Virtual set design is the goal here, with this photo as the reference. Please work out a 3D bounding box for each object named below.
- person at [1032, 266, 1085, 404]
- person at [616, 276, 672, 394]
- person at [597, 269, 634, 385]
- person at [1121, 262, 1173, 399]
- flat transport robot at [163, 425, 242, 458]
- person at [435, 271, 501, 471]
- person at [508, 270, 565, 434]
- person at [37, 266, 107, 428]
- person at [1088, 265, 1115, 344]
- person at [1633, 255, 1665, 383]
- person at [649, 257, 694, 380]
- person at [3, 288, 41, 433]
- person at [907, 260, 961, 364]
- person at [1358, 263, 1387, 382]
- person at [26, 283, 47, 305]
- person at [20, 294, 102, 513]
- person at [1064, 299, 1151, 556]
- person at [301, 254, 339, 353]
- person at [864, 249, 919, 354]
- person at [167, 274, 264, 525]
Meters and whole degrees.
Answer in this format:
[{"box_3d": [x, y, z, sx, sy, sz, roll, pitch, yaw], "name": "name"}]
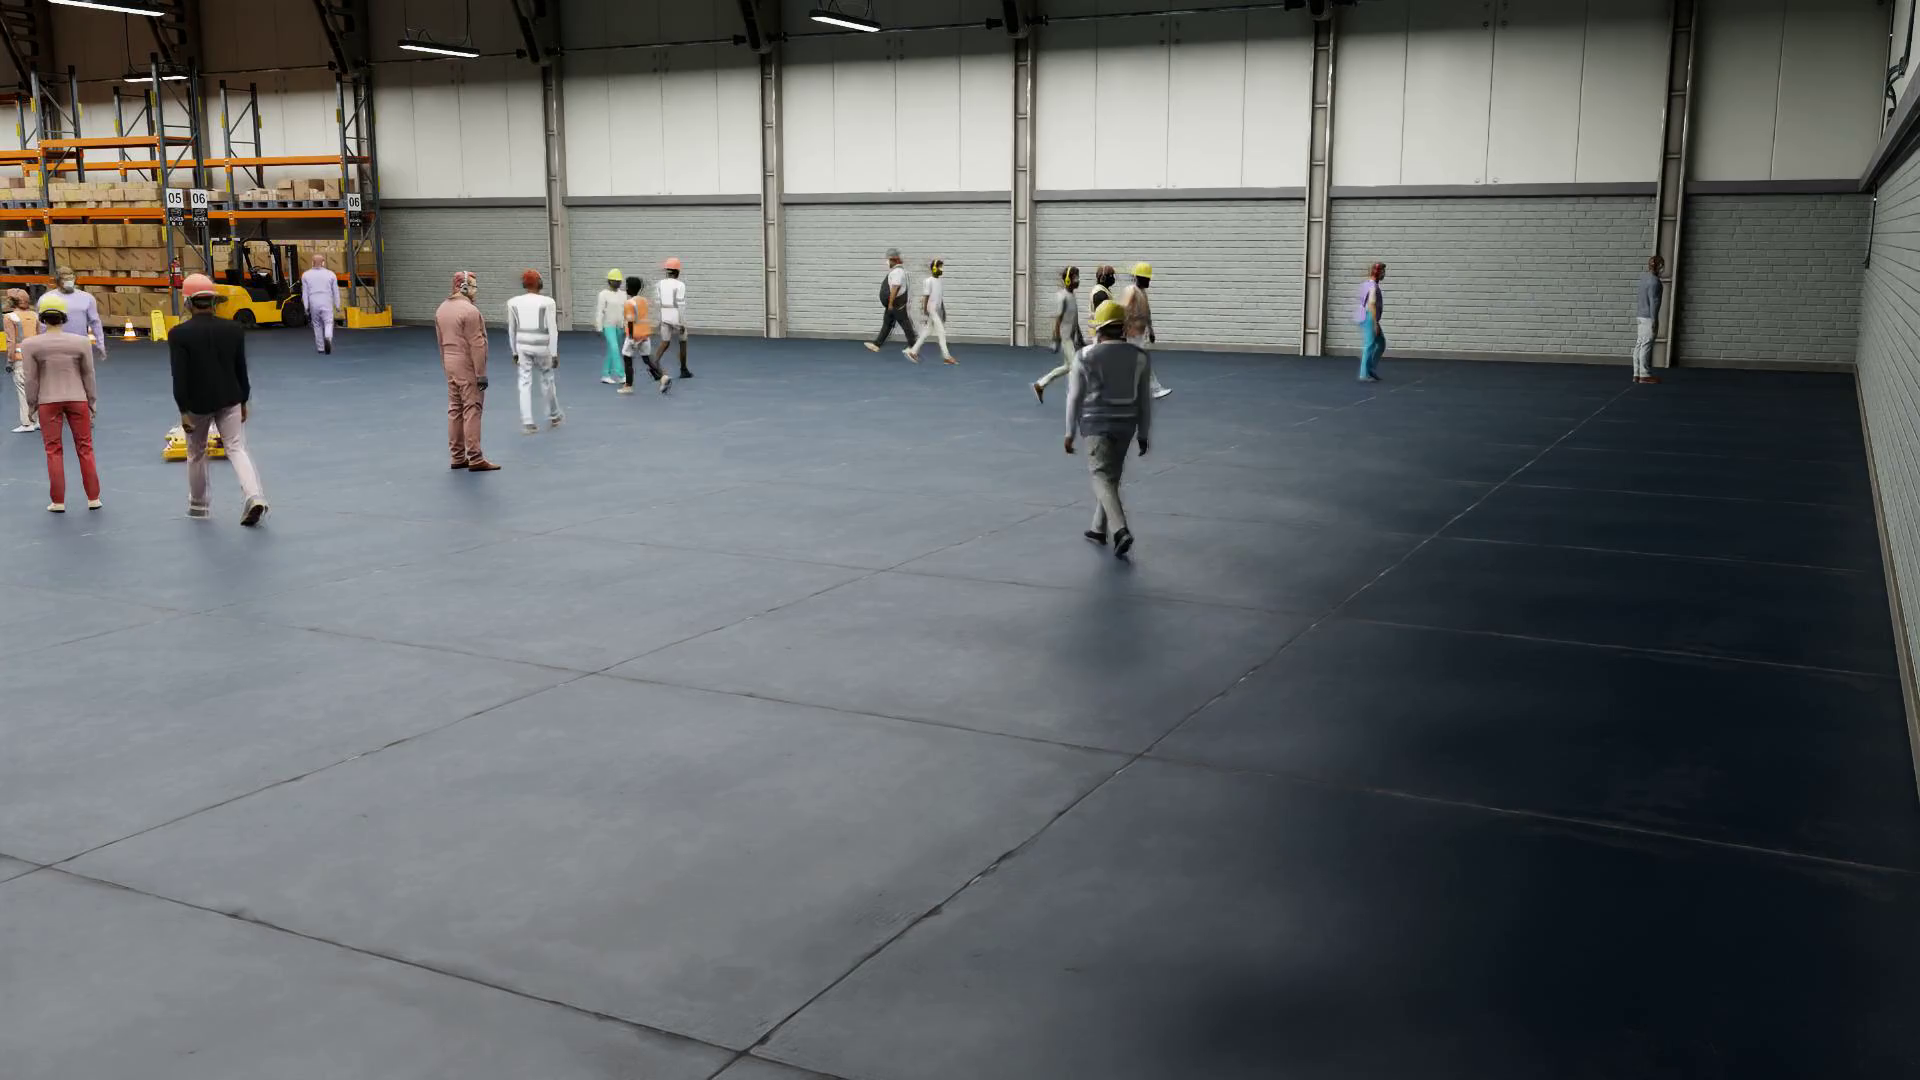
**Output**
[{"box_3d": [1.334, -2.629, 21.615, 0.767, 1.849, 0.517, 3, 11, 17], "name": "person"}, {"box_3d": [-4.481, -2.880, 23.436, 0.746, 1.675, 0.528, 4, 11, 23], "name": "person"}, {"box_3d": [-5.126, -3.186, 24.955, 0.871, 1.724, 0.539, 8, 13, 37], "name": "person"}, {"box_3d": [2.479, -2.854, 22.777, 0.985, 1.858, 0.719, 4, 11, 22], "name": "person"}, {"box_3d": [-7.846, -1.043, 17.260, 0.652, 0.197, 1.431, -4, 11, -20], "name": "flat transport robot"}, {"box_3d": [-4.702, -1.608, 15.896, 0.636, 1.902, 0.406, 9, 14, 42], "name": "person"}, {"box_3d": [-4.867, -2.171, 19.138, 0.610, 1.832, 0.955, 1, 10, 6], "name": "person"}, {"box_3d": [-10.440, -2.272, 19.549, 1.011, 1.895, 0.646, 9, 14, 41], "name": "person"}, {"box_3d": [1.918, -2.720, 22.119, 0.429, 1.844, 0.626, 1, 10, 3], "name": "person"}, {"box_3d": [10.499, -3.356, 25.330, 0.378, 1.937, 0.629, 1, 10, 6], "name": "person"}, {"box_3d": [-4.515, -3.441, 25.887, 0.552, 1.906, 0.905, 6, 12, 28], "name": "person"}, {"box_3d": [-10.681, -2.049, 18.996, 0.306, 1.645, 0.522, 2, 11, 11], "name": "person"}, {"box_3d": [-0.487, -4.007, 29.213, 1.000, 1.823, 0.525, 4, 11, 21], "name": "person"}, {"box_3d": [6.339, -3.310, 25.381, 0.532, 1.823, 0.595, 2, 11, 13], "name": "person"}, {"box_3d": [-24.758, -6.870, 44.558, 0.402, 1.919, 0.591, 4, 11, 23], "name": "person"}, {"box_3d": [-7.301, -1.104, 13.511, 0.526, 1.768, 0.331, -7, 13, -34], "name": "person"}, {"box_3d": [1.066, -0.800, 11.780, 0.596, 1.800, 0.895, -4, 11, -19], "name": "person"}, {"box_3d": [-12.099, -4.457, 31.494, 0.650, 1.885, 0.775, -3, 11, -15], "name": "person"}, {"box_3d": [-1.278, -4.535, 31.475, 1.064, 2.000, 0.692, -1, 10, -5], "name": "person"}, {"box_3d": [-5.784, -1.084, 12.908, 0.616, 1.962, 0.981, -10, 14, -43], "name": "person"}]
